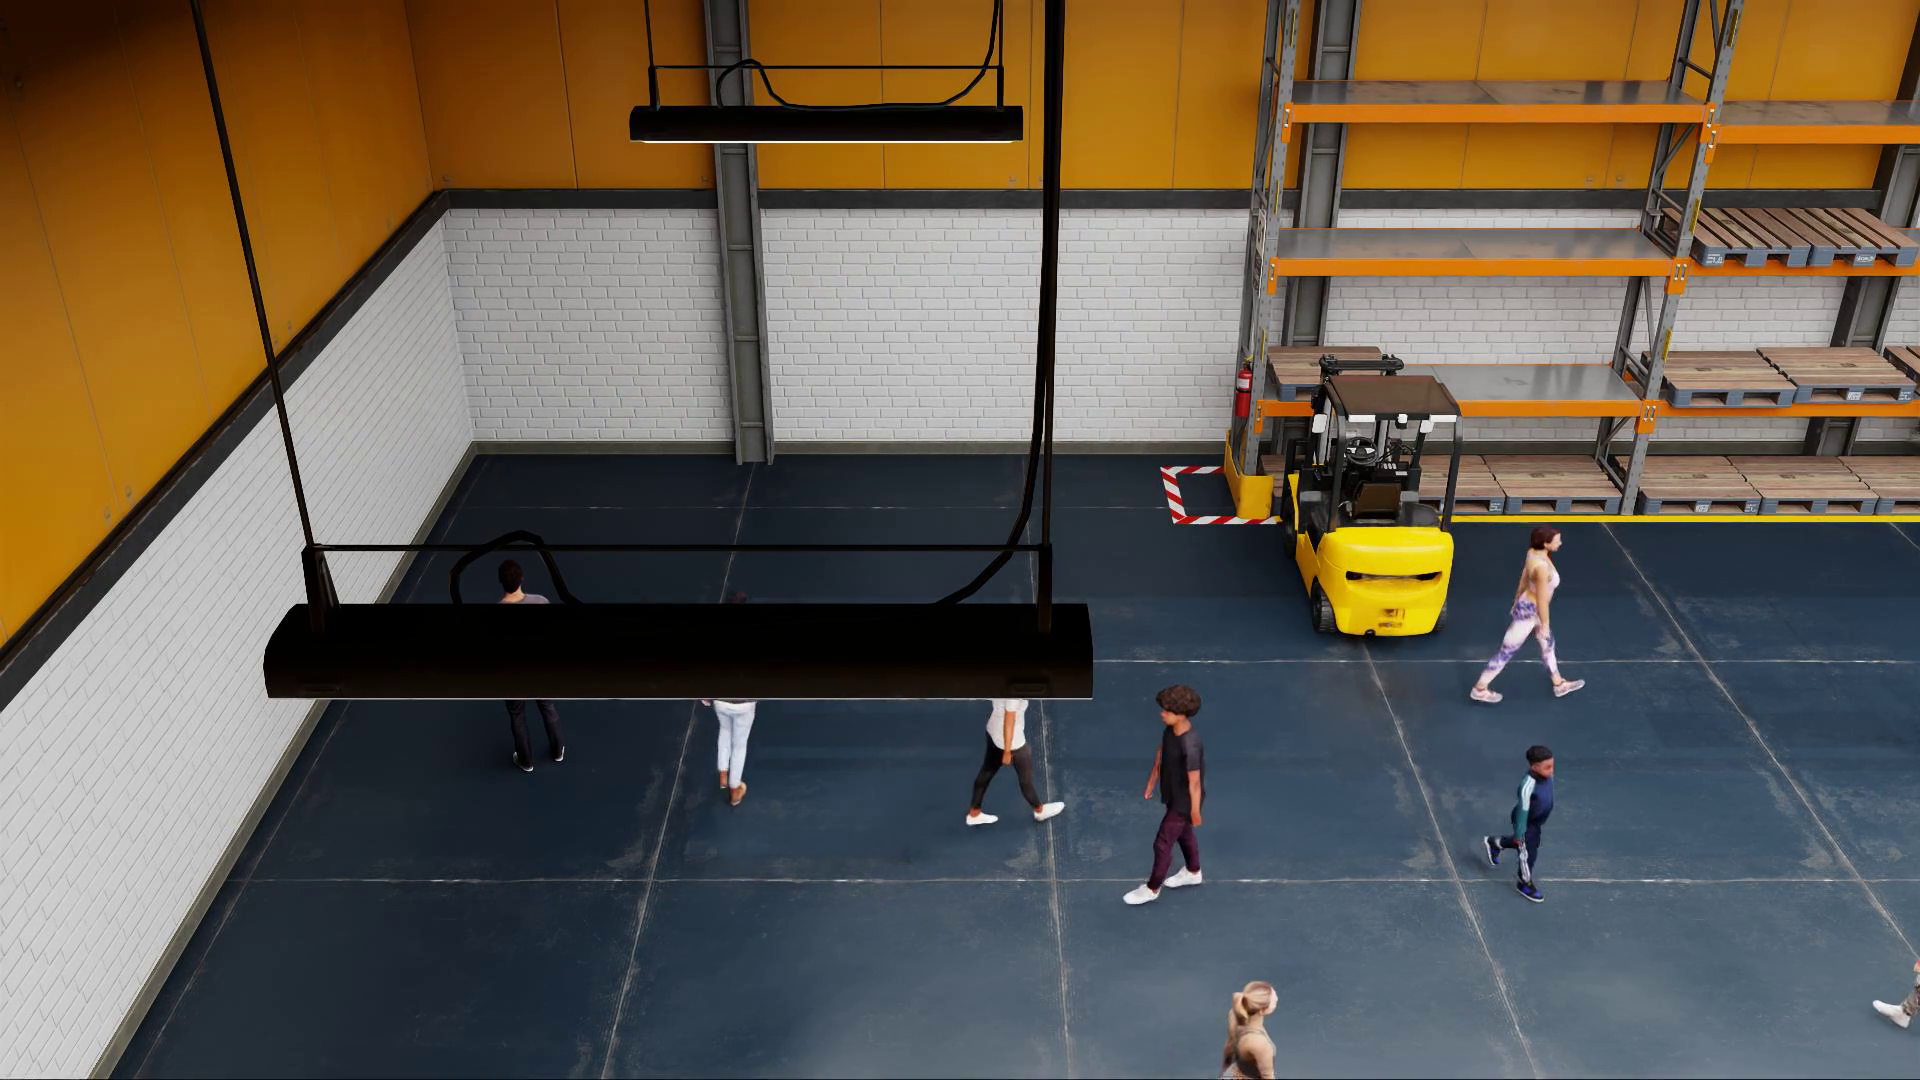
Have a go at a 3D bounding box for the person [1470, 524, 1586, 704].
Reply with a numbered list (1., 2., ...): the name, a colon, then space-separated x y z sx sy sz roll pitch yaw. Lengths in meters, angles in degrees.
1. person: 4.694 0.669 13.980 1.211 1.711 0.694 4 29 6

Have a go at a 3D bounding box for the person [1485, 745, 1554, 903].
1. person: 4.080 1.994 12.040 0.809 1.242 0.841 -21 35 -34

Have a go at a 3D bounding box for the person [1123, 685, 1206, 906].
1. person: 1.651 1.792 11.871 0.931 1.758 0.735 -5 29 -10

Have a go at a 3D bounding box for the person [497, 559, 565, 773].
1. person: -3.470 0.994 13.237 0.659 1.851 0.807 -15 32 -26

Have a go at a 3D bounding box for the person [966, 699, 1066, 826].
1. person: 0.267 1.509 12.542 1.059 1.612 0.771 -7 29 -13

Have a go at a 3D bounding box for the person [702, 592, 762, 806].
1. person: -1.745 1.271 12.770 0.617 1.813 0.771 4 29 6

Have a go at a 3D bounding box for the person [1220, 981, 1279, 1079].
1. person: 1.516 3.181 9.398 0.656 1.688 0.633 -6 29 -11
